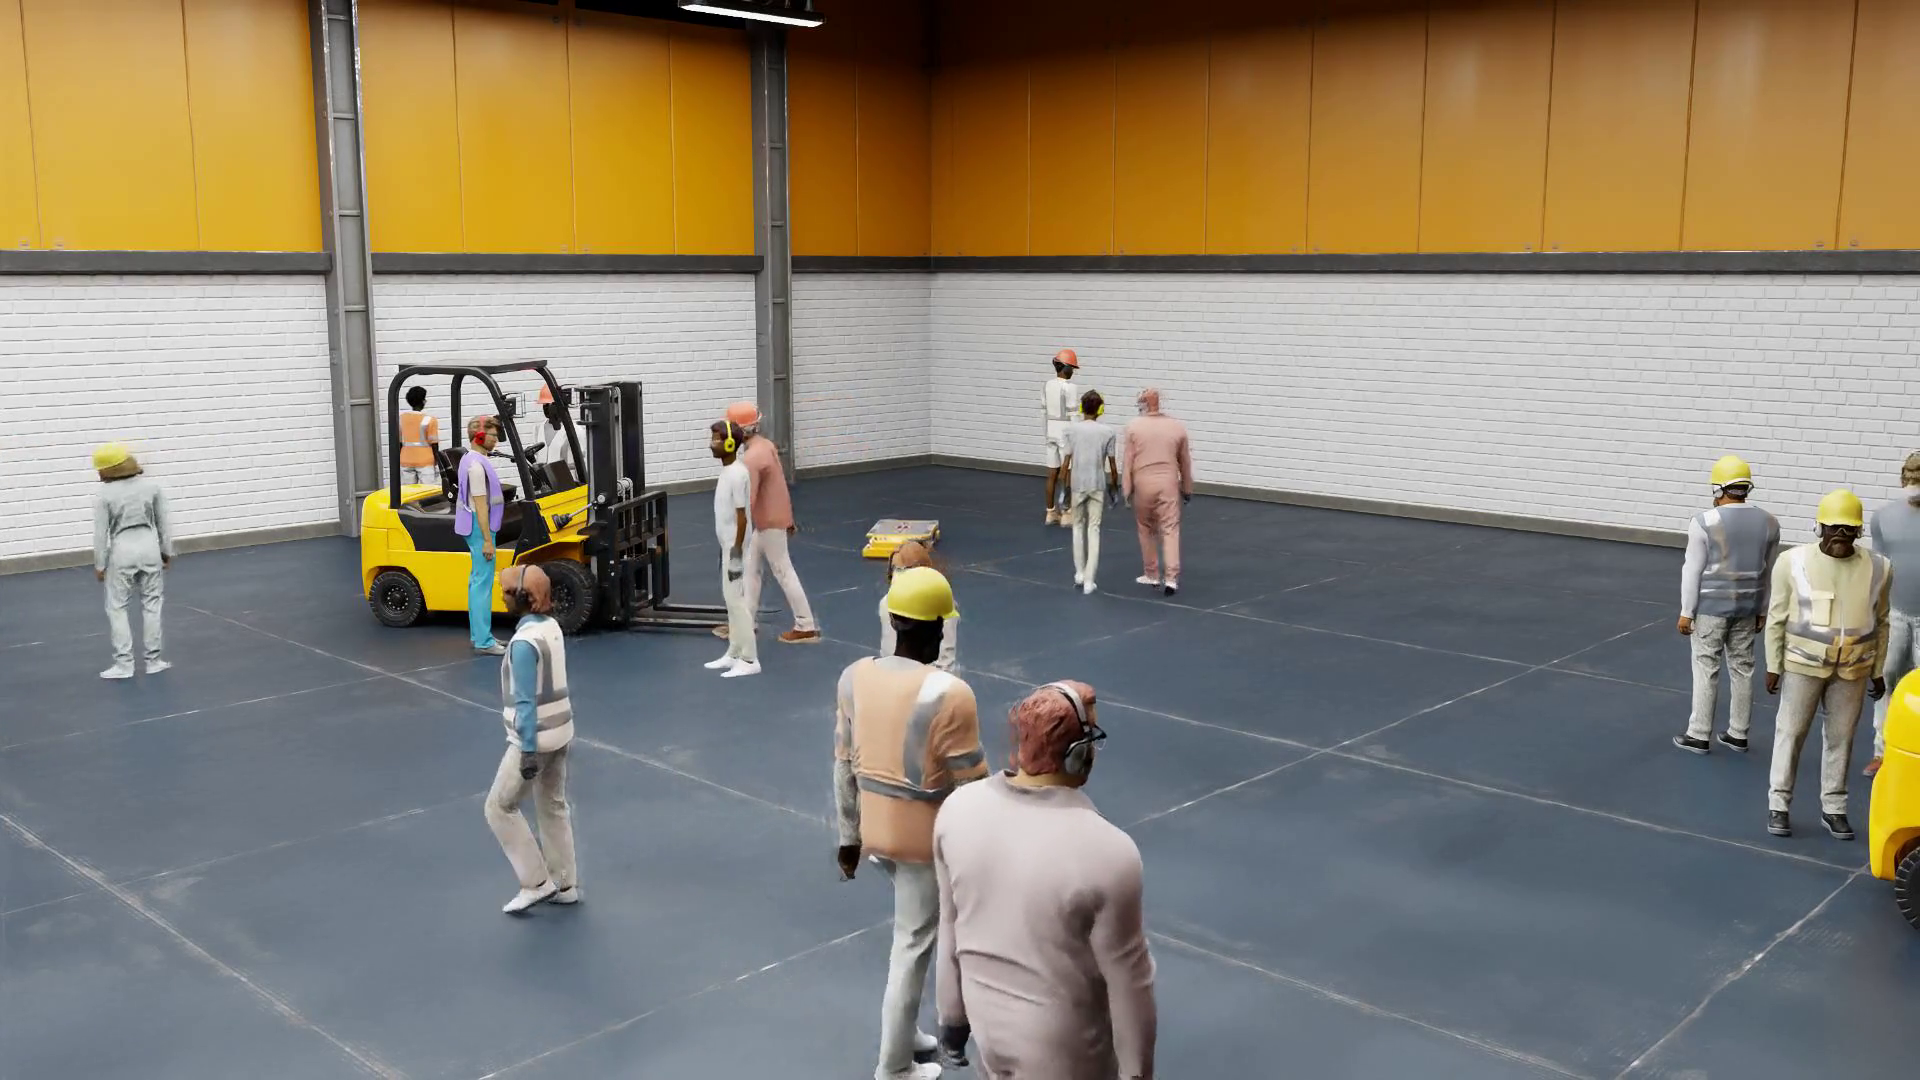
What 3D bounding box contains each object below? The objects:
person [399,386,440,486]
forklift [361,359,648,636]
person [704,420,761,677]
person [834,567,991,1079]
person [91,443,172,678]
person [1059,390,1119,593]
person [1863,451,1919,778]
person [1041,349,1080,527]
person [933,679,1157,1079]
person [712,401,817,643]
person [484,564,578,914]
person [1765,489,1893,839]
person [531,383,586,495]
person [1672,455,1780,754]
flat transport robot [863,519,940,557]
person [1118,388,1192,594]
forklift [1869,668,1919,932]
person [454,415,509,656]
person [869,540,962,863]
[{"bbox_3d":[-5.863,-0.821,18.019,0.534,1.694,0.320,3,10,17],"label":"person"},{"bbox_3d":[-3.850,-0.407,13.936,2.313,2.155,1.214,2,9,11],"label":"forklift"},{"bbox_3d":[-1.670,0.060,12.078,0.326,1.873,0.522,-3,10,-15],"label":"person"},{"bbox_3d":[-0.129,1.037,5.963,0.586,1.903,0.594,-9,13,-43],"label":"person"},{"bbox_3d":[-5.983,0.154,12.003,0.585,1.710,0.353,-9,13,-43],"label":"person"},{"bbox_3d":[1.198,-0.465,15.368,0.541,1.841,0.771,1,9,8],"label":"person"},{"bbox_3d":[5.619,0.422,9.712,0.769,1.915,0.627,-7,12,-38],"label":"person"},{"bbox_3d":[1.190,-1.165,19.081,0.385,2.035,0.605,-7,11,-36],"label":"person"},{"bbox_3d":[0.250,1.296,4.423,0.667,1.888,0.436,8,13,42],"label":"person"},{"bbox_3d":[-1.566,-0.120,13.004,0.949,1.919,0.630,0,9,2],"label":"person"},{"bbox_3d":[-1.973,0.912,7.593,0.437,1.622,0.538,0,9,2],"label":"person"},{"bbox_3d":[4.489,0.642,8.611,0.597,1.831,0.403,2,9,12],"label":"person"},{"bbox_3d":[-3.631,-0.450,14.982,0.543,1.940,0.361,4,10,21],"label":"person"},{"bbox_3d":[4.658,0.399,10.140,0.596,1.826,0.403,-2,9,-11],"label":"person"},{"bbox_3d":[-0.602,-0.030,17.509,0.652,0.197,1.431,1,9,5],"label":"flat transport robot"},{"bbox_3d":[1.815,-0.439,15.175,0.768,1.864,0.809,-1,9,-5],"label":"person"},{"bbox_3d":[5.205,0.723,7.013,2.313,2.155,1.214,9,13,43],"label":"forklift"},{"bbox_3d":[-3.667,-0.035,12.735,0.389,1.842,0.566,-4,10,-21],"label":"person"},{"bbox_3d":[-0.170,0.785,8.391,0.501,1.615,0.653,7,12,37],"label":"person"}]
